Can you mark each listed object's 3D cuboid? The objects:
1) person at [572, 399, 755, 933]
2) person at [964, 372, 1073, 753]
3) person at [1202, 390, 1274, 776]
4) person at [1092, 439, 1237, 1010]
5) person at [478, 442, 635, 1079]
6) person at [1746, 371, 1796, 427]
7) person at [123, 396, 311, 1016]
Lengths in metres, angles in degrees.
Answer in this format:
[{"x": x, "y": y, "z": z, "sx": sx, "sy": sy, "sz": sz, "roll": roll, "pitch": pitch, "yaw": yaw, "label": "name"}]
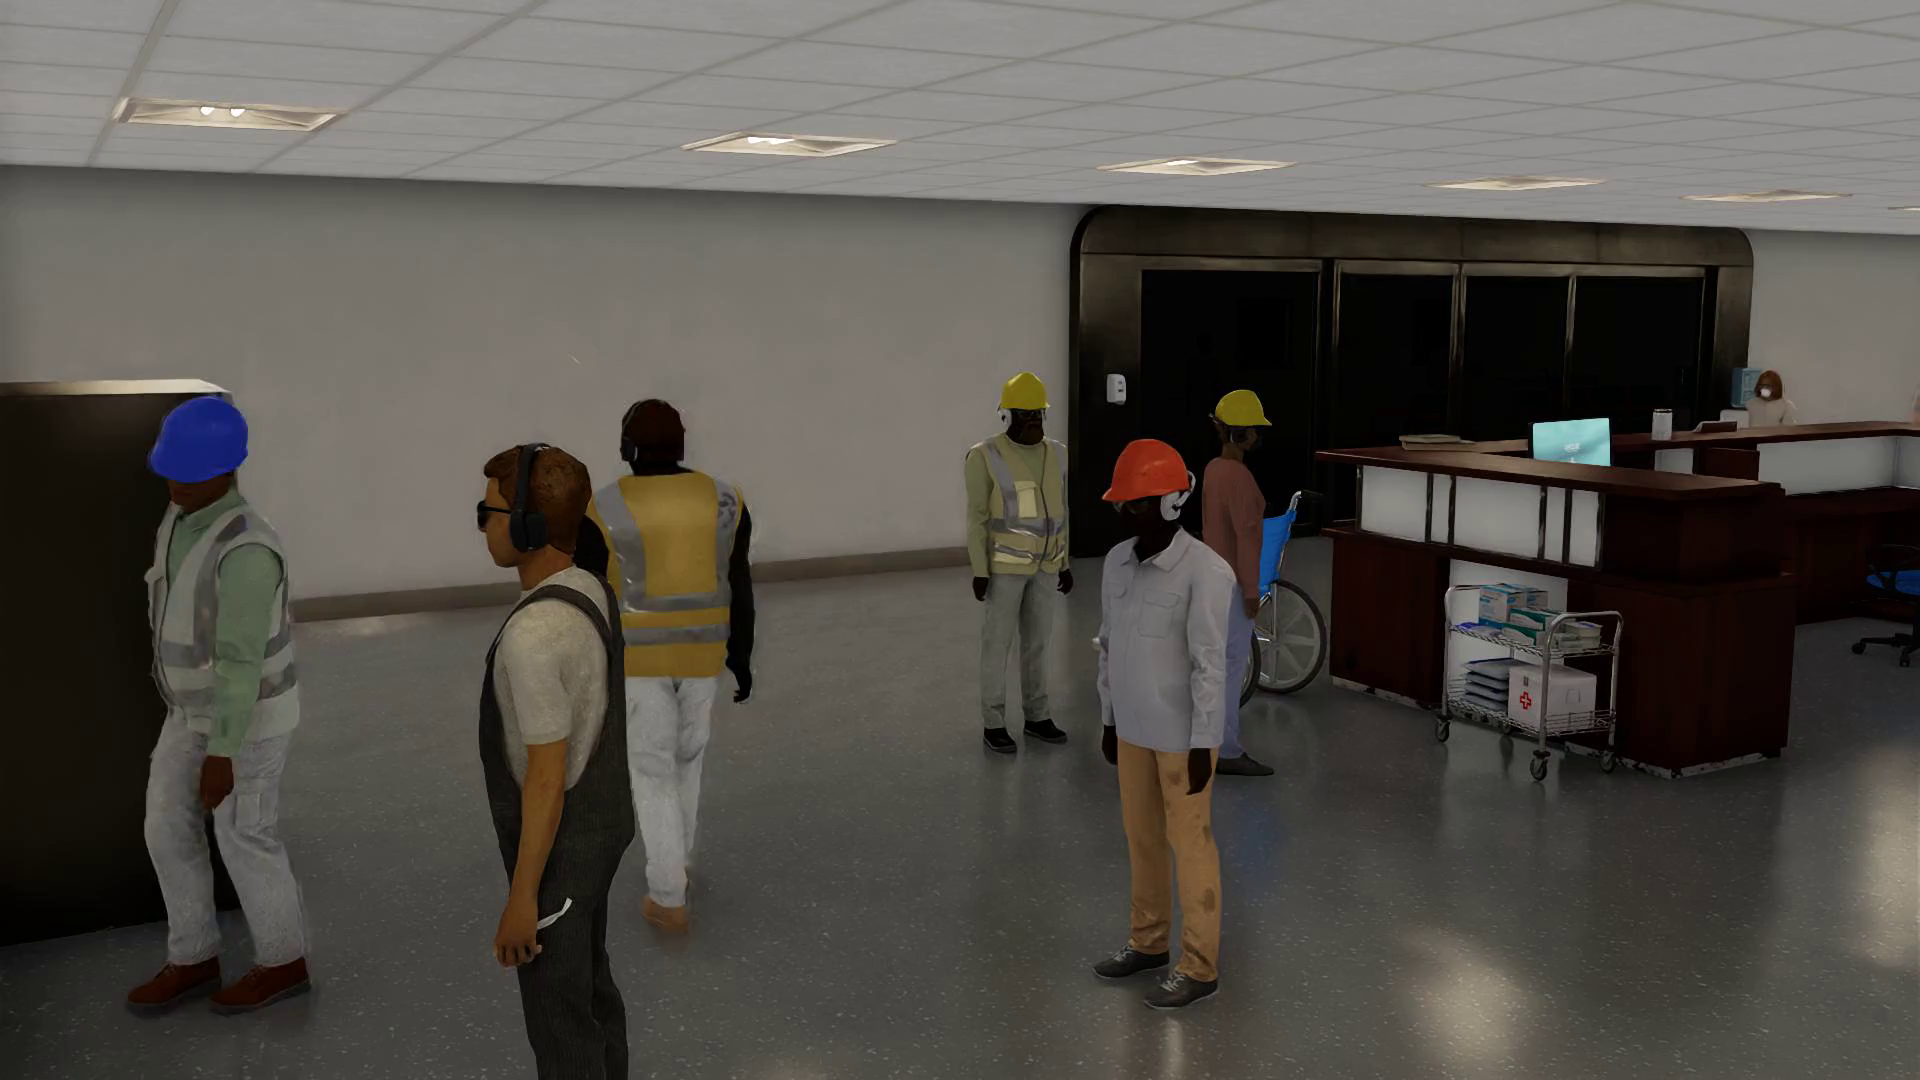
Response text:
[{"x": -1.106, "y": 0.415, "z": 5.859, "sx": 0.654, "sy": 1.819, "sz": 0.756, "roll": -5, "pitch": 9, "yaw": -33, "label": "person"}, {"x": 0.307, "y": 0.104, "z": 8.077, "sx": 0.596, "sy": 1.832, "sz": 0.404, "roll": -5, "pitch": 9, "yaw": -34, "label": "person"}, {"x": 1.266, "y": 0.194, "z": 7.672, "sx": 0.311, "sy": 1.768, "sz": 0.522, "roll": -2, "pitch": 8, "yaw": -11, "label": "person"}, {"x": 0.596, "y": 0.558, "z": 5.124, "sx": 0.358, "sy": 1.744, "sz": 0.557, "roll": -5, "pitch": 9, "yaw": -33, "label": "person"}, {"x": -0.900, "y": 0.706, "z": 3.668, "sx": 0.345, "sy": 1.846, "sz": 0.507, "roll": 0, "pitch": 8, "yaw": 0, "label": "person"}, {"x": 7.711, "y": -0.829, "z": 15.794, "sx": 0.928, "sy": 1.560, "sz": 0.503, "roll": -6, "pitch": 10, "yaw": -39, "label": "person"}, {"x": -2.178, "y": 0.518, "z": 4.867, "sx": 0.678, "sy": 1.885, "sz": 0.576, "roll": 7, "pitch": 10, "yaw": 41, "label": "person"}]
